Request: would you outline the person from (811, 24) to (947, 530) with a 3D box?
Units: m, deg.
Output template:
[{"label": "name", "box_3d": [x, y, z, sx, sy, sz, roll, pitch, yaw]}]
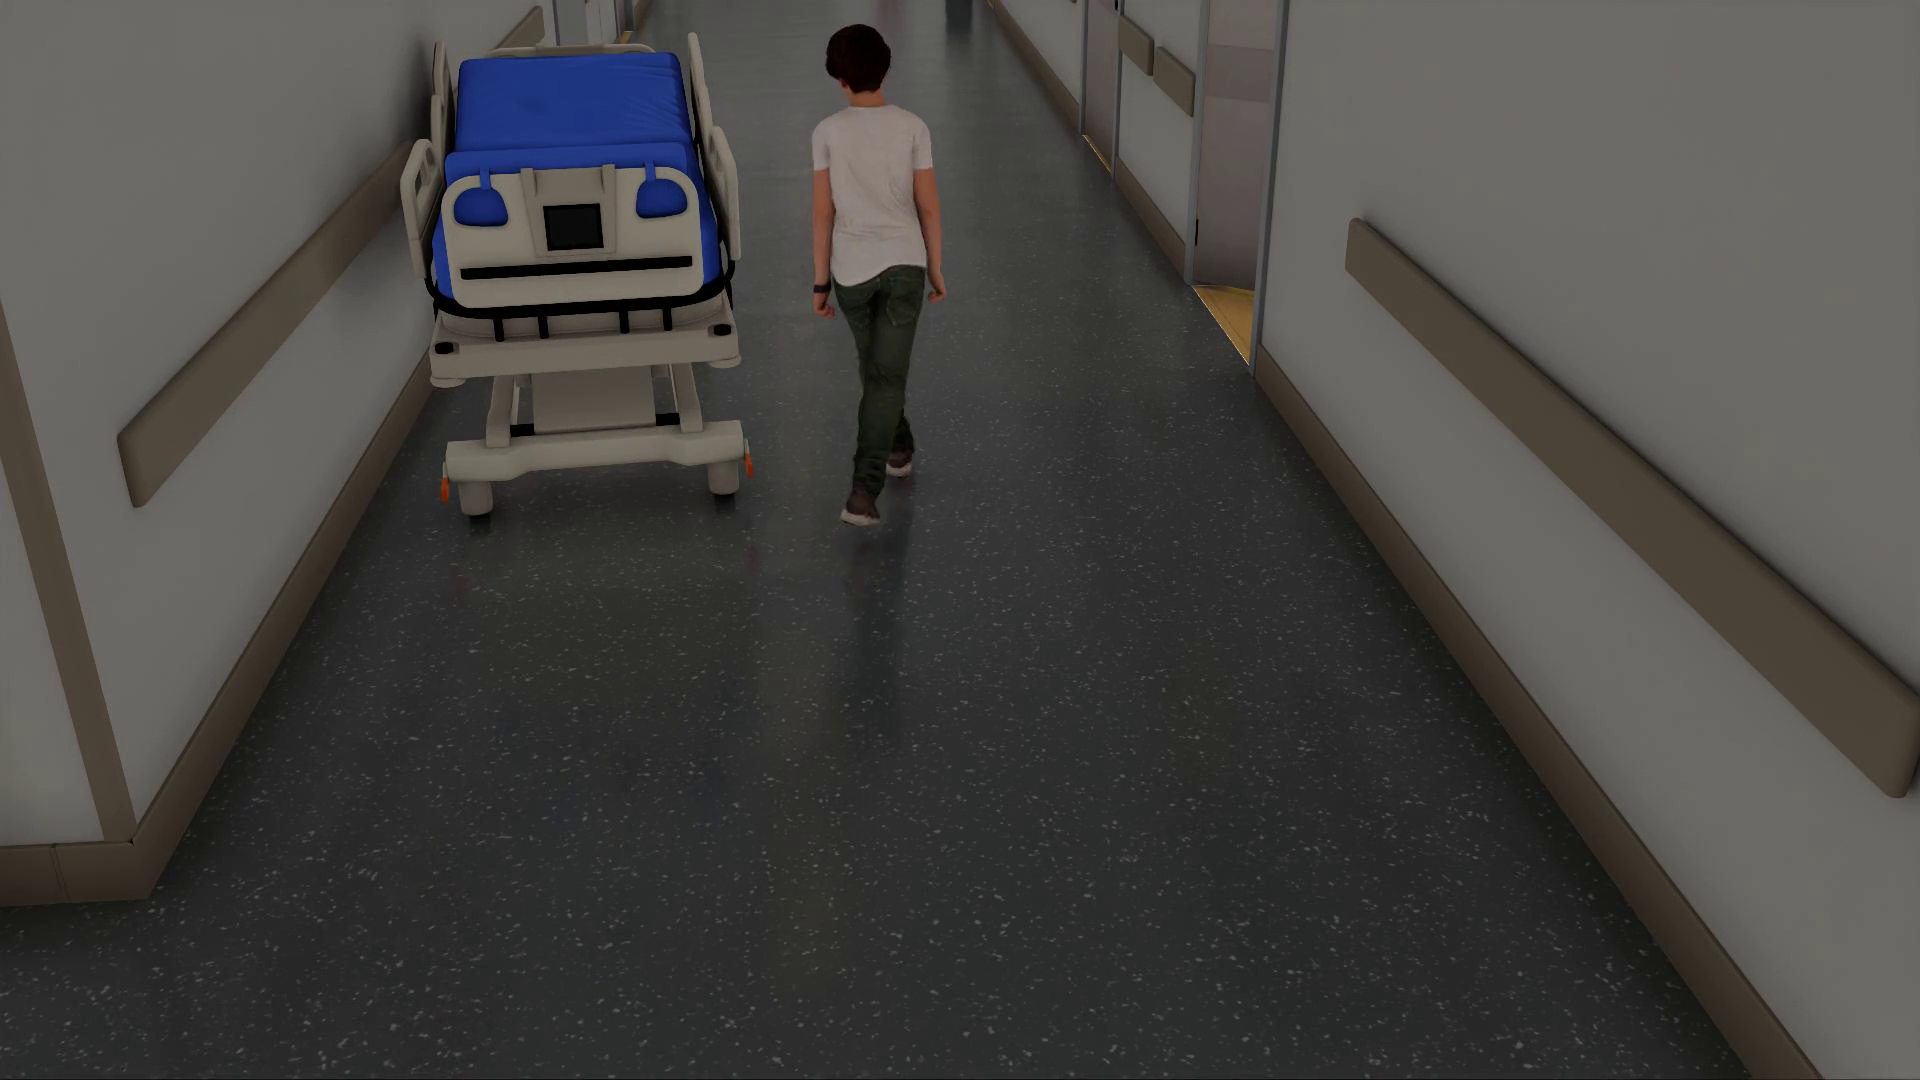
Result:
[{"label": "person", "box_3d": [-0.277, -0.816, 5.502, 1.098, 1.608, 0.798, 3, 26, 5]}]
